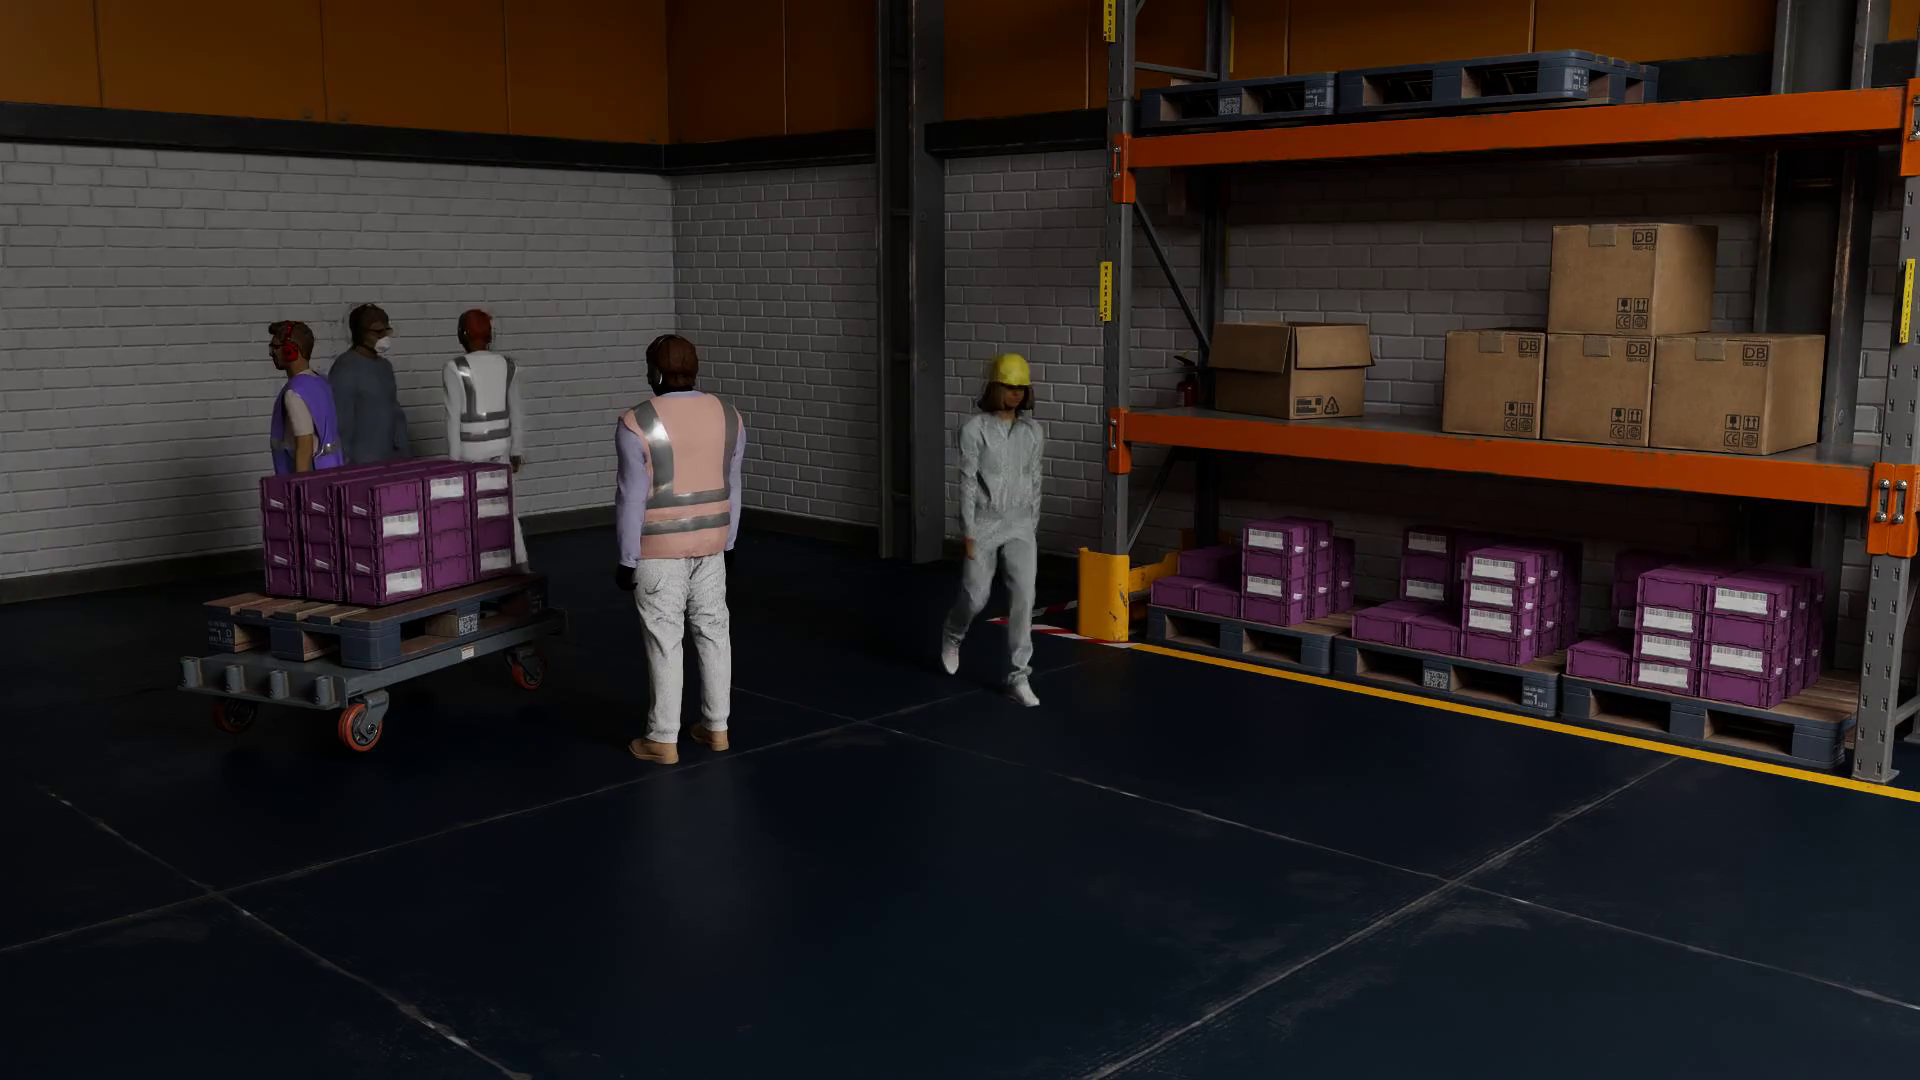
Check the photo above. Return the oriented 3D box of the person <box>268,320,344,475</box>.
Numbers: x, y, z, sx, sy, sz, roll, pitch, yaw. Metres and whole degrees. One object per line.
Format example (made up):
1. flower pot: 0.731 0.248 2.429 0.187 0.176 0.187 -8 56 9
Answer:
1. person: -3.527 -0.263 9.016 0.377 1.844 0.570 -2 9 -11

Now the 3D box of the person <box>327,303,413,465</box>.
1. person: -3.361 -0.407 9.664 0.500 1.925 0.634 0 9 0

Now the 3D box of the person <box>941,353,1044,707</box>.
1. person: 0.174 -0.078 8.263 0.495 1.719 0.720 -4 10 -25

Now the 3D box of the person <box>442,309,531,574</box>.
1. person: -3.160 -0.596 11.031 0.798 1.862 0.590 8 12 39

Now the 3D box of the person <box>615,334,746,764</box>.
1. person: -1.225 0.039 7.184 0.627 1.844 0.429 -9 13 -43
